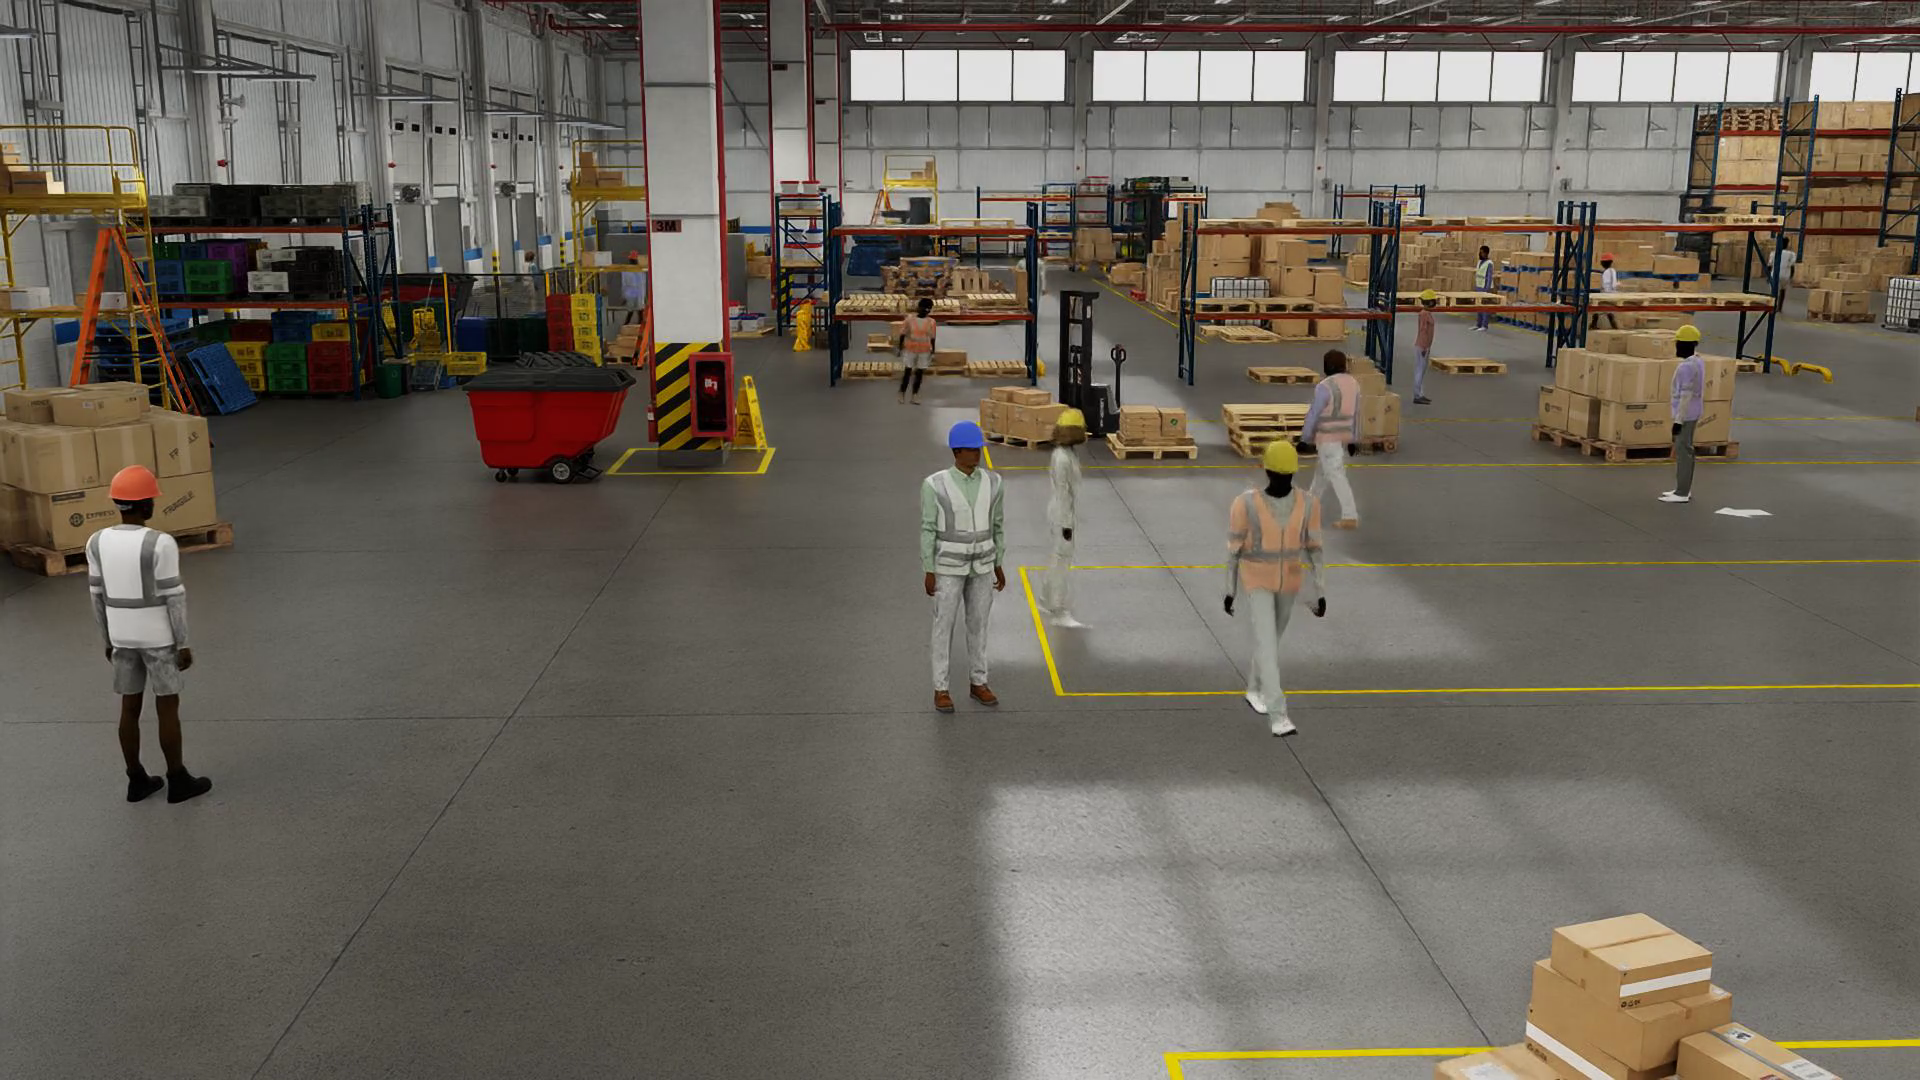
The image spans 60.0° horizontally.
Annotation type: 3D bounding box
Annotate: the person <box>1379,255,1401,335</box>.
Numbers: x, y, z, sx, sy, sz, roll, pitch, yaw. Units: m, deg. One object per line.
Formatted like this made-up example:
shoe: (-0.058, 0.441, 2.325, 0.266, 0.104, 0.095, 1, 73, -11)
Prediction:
person: (9.509, -5.490, 36.940, 0.503, 1.821, 0.866, 4, 13, 16)

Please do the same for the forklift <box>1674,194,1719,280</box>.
forklift: (24.178, -10.027, 54.994, 1.129, 2.768, 1.873, -1, 13, -6)

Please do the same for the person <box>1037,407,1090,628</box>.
person: (0.819, -0.191, 13.203, 0.387, 1.744, 0.536, 3, 13, 12)

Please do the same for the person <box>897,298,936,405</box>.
person: (-0.663, -2.902, 25.598, 0.596, 1.654, 0.344, -4, 13, -15)

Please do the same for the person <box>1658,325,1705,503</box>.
person: (7.848, -1.364, 18.047, 0.374, 1.928, 0.584, 8, 15, 32)

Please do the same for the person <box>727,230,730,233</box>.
person: (-6.976, -8.232, 49.175, 0.644, 1.876, 0.532, 7, 14, 29)

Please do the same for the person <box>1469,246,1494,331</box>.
person: (11.802, -5.668, 37.505, 0.390, 1.919, 0.591, -2, 13, -9)

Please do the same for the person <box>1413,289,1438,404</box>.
person: (7.212, -2.997, 25.783, 0.300, 1.772, 0.532, 5, 13, 20)

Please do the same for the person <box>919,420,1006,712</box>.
person: (0.022, 0.167, 11.080, 0.609, 1.951, 0.377, -6, 14, -24)

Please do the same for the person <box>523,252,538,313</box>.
person: (-10.481, -6.209, 40.608, 0.312, 1.632, 0.519, -11, 17, -41)

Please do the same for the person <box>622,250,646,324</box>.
person: (-7.002, -5.255, 35.674, 0.552, 1.911, 0.899, -7, 15, -30)

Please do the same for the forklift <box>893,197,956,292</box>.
forklift: (-1.141, -8.616, 48.621, 1.873, 2.768, 1.129, 5, 13, 20)

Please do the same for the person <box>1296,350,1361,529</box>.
person: (3.745, -1.028, 16.845, 0.620, 1.797, 0.963, -12, 17, -43)

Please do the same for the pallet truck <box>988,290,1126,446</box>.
pallet truck: (1.257, -2.299, 22.111, 1.885, 1.965, 0.823, -9, 15, -35)

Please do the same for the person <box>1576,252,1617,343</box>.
person: (13.369, -5.038, 34.709, 0.957, 1.890, 0.568, 9, 16, 36)

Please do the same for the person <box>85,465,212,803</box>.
person: (-4.613, 0.538, 9.436, 0.547, 1.937, 0.379, 2, 13, 9)

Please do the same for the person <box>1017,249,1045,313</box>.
person: (1.586, -5.677, 37.534, 0.646, 1.921, 0.525, 0, 12, 1)

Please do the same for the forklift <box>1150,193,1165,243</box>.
forklift: (6.713, -10.463, 56.963, 1.873, 2.768, 1.129, 0, 12, -1)

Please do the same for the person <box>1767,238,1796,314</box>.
person: (20.825, -6.708, 42.204, 0.617, 1.922, 0.983, 6, 14, 24)

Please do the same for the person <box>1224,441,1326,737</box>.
person: (2.043, 0.293, 10.681, 0.610, 1.870, 0.978, -3, 13, -12)
